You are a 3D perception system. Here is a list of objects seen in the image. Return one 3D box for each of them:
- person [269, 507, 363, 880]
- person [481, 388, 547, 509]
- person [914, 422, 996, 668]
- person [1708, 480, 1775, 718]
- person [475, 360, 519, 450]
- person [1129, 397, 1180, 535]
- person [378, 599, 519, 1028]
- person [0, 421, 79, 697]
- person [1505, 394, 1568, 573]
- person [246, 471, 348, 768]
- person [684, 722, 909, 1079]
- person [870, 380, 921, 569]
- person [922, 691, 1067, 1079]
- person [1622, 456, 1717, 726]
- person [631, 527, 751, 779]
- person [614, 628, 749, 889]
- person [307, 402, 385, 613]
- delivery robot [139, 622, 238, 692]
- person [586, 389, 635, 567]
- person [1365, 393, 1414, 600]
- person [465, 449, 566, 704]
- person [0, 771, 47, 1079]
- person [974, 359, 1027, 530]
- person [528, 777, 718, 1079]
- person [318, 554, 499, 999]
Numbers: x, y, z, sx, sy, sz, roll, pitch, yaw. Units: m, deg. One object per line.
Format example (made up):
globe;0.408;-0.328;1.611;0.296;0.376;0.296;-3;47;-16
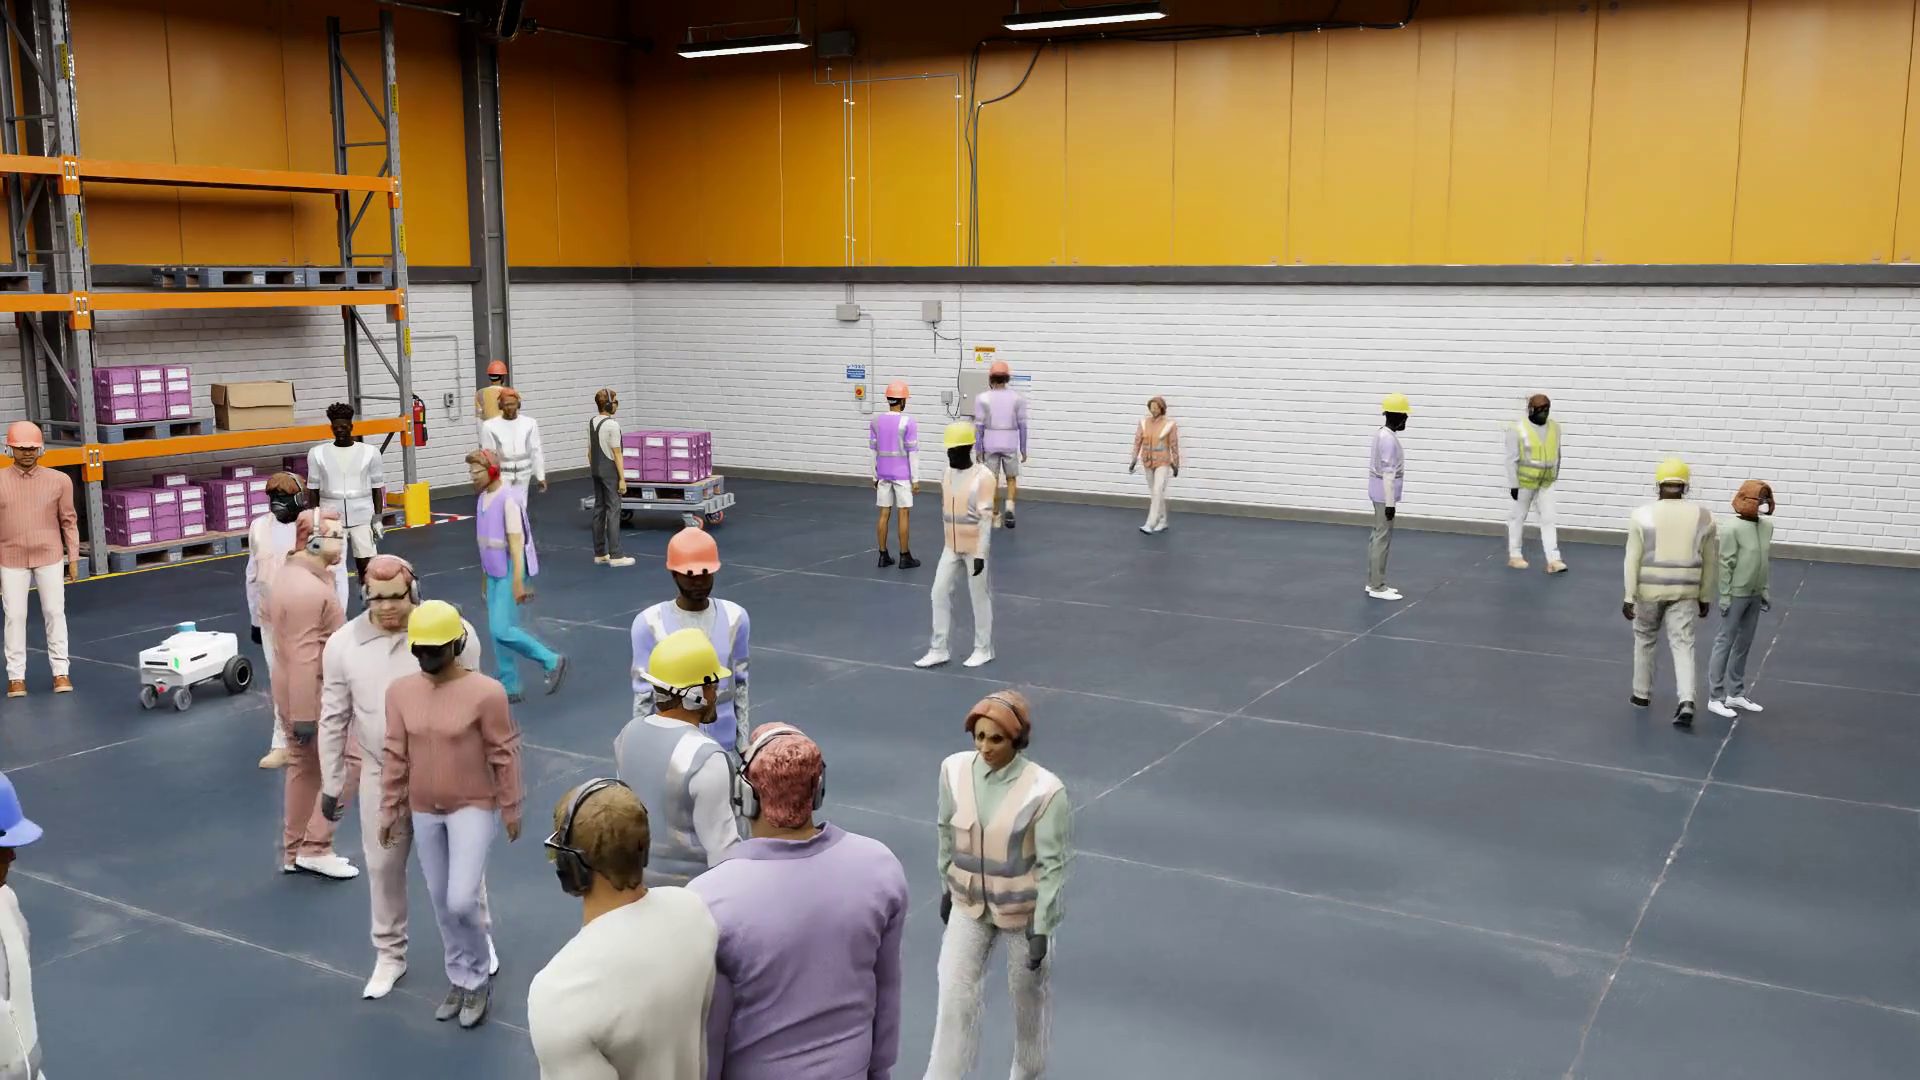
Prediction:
person;-3.199;0.772;8.288;0.482;1.886;0.683;-5;10;-27
person;-4.580;-0.630;17.105;0.598;1.855;0.728;-5;10;-28
person;-0.020;0.061;12.674;0.606;1.901;0.769;9;12;43
person;5.395;0.392;11.442;0.501;1.633;0.281;-5;10;-29
person;-5.840;-1.301;21.060;0.548;1.937;0.379;0;9;1
person;2.242;-0.852;19.321;0.522;1.596;0.853;7;12;39
person;-2.062;1.098;6.658;0.531;1.750;0.482;2;9;13
person;-6.677;0.134;11.971;0.617;1.990;0.399;-5;11;-30
person;5.853;-0.560;16.836;0.652;1.805;0.882;-2;9;-10
person;-4.054;0.495;10.154;0.630;1.842;0.429;1;9;8
person;-0.449;1.404;4.277;0.643;1.909;0.410;-6;11;-34
person;-0.655;-0.673;17.143;0.549;1.936;0.376;5;10;28
person;0.094;1.315;5.753;0.528;1.593;0.848;5;10;27
person;4.816;0.341;11.299;0.596;1.829;0.724;2;9;9
person;-1.160;0.897;7.345;0.547;1.938;0.379;-5;10;-29
person;-0.925;1.207;5.732;0.404;1.833;0.590;-9;13;-44
person;-5.141;-0.176;13.951;0.607;1.966;0.367;-3;10;-18
delivery robot;-5.466;0.826;11.798;0.477;0.478;0.707;2;9;12
person;-3.647;-0.645;17.257;0.508;1.846;0.345;8;12;40
person;4.009;-0.411;15.542;0.385;1.925;0.591;1;9;9
person;-3.157;0.263;11.665;0.549;1.817;0.616;-6;11;-35
person;-2.332;1.455;3.902;0.452;1.930;0.617;0;9;-1
person;0.475;-1.099;19.508;0.625;2.033;0.553;0;9;-3
person;-0.760;1.474;3.741;0.358;1.937;0.636;3;10;18
person;-2.327;0.976;7.025;0.717;1.888;0.486;-1;9;-8
